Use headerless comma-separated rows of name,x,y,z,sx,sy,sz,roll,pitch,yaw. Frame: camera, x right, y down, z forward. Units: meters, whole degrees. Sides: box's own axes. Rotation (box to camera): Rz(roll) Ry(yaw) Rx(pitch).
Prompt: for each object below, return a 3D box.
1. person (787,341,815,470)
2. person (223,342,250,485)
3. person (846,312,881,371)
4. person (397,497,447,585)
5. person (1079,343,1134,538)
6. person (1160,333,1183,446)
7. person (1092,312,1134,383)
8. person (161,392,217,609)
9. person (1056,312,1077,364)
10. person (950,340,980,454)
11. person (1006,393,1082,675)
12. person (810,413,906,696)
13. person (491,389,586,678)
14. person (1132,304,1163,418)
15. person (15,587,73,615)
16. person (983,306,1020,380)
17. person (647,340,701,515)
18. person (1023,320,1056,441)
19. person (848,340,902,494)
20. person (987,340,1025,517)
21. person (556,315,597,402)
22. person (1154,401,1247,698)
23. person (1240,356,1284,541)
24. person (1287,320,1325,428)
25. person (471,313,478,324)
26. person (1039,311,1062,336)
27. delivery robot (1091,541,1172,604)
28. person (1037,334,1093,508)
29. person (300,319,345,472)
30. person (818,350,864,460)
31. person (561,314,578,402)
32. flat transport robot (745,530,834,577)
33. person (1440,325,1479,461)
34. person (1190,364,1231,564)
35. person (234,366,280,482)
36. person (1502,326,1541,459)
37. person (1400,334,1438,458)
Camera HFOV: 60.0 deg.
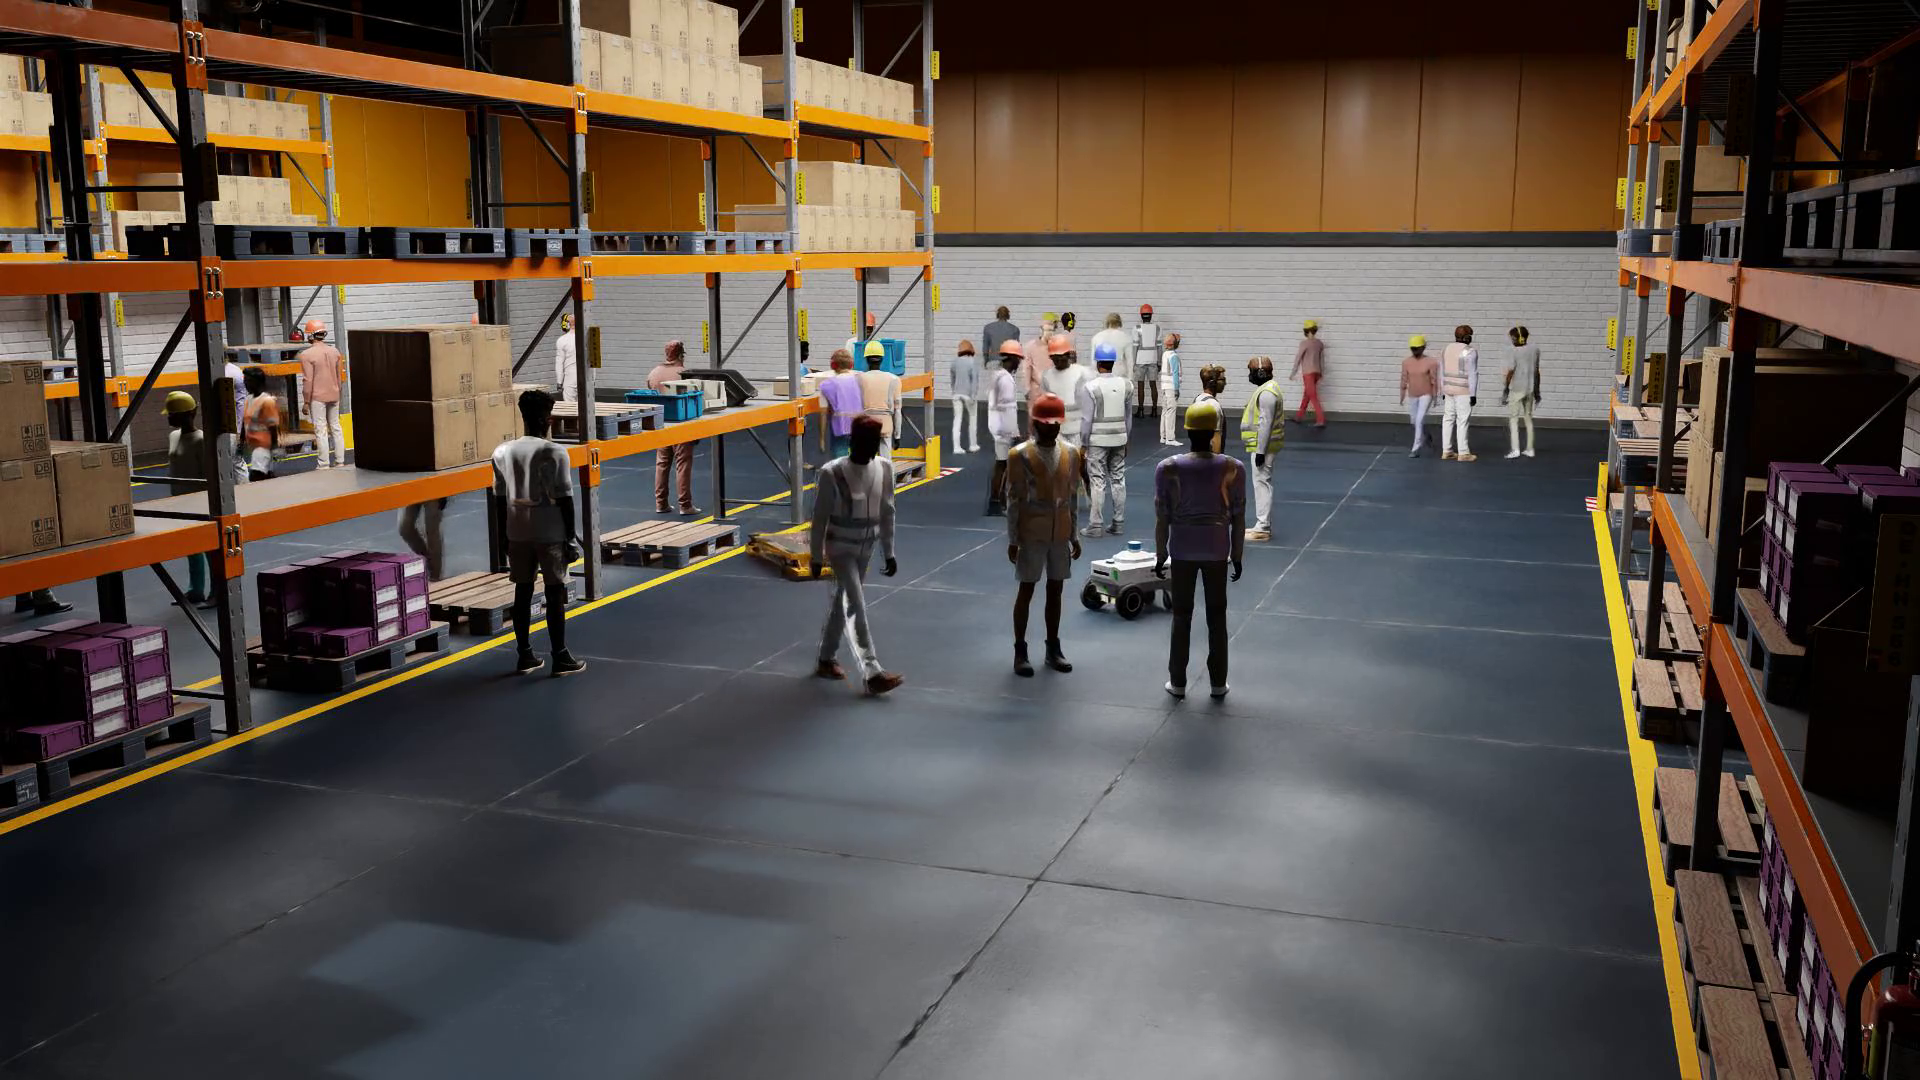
person,-2.100,-1.764,21.721,0.321,1.696,0.537,-4,11,-22
person,-7.878,-1.189,17.816,0.627,1.936,0.371,5,11,26
person,-1.303,-2.187,23.270,0.621,1.989,0.398,-5,11,-27
person,-4.605,-0.403,14.256,0.534,1.622,0.373,3,11,17
person,1.452,-0.989,16.650,0.605,1.948,0.391,-6,12,-30
person,3.094,-2.200,24.339,0.306,1.638,0.523,-2,10,-10
person,2.305,-2.461,25.044,0.647,1.908,0.768,2,10,11
person,-6.190,-0.318,13.401,0.526,1.762,0.336,6,12,32
person,1.704,-2.660,26.284,0.314,1.872,0.516,-7,12,-36
person,0.067,-2.021,23.454,0.511,1.578,0.745,6,12,29
person,0.586,-0.038,11.332,0.552,1.932,0.377,-4,11,-22
person,-0.682,0.081,10.931,0.582,1.822,0.988,-10,14,-44
person,-2.854,-0.041,11.285,0.601,1.958,0.380,3,11,19
person,3.145,-3.025,28.155,0.550,1.933,0.370,-2,10,-13
person,-7.392,-0.316,13.207,0.586,1.826,0.403,6,12,32
person,0.702,-3.052,28.424,0.632,1.903,0.970,1,10,3
person,-3.084,-1.219,18.107,0.639,1.899,0.395,6,12,29
person,1.190,-2.160,23.406,0.643,1.884,0.781,-1,10,-6
person,-0.908,-1.148,17.639,0.585,1.921,0.391,-2,10,-13
person,0.520,-1.195,17.913,0.543,1.908,0.577,-1,10,-4
person,-5.704,-2.390,24.700,0.647,1.897,0.399,-8,13,-39
person,1.544,0.068,10.747,0.588,1.930,0.364,1,10,4
person,2.997,-0.907,16.539,0.429,1.830,0.634,1,10,8
person,5.607,-2.684,26.861,0.540,1.712,0.931,-8,13,-38
person,-6.257,-1.975,21.945,0.395,2.038,0.614,-3,10,-16
person,1.565,-2.938,28.001,0.614,1.812,0.502,-8,13,-39
delivery robot,1.391,0.253,13.314,0.707,0.478,0.477,-8,13,-37
person,1.170,-1.194,17.653,0.670,2.001,0.791,4,11,21
person,-8.080,-1.792,21.039,0.389,1.996,0.612,5,11,26
person,-1.217,-1.087,17.549,0.580,1.825,0.447,-3,11,-19
person,-6.021,-2.553,25.679,0.314,1.869,0.537,3,11,17
flat transport robot,-1.432,0.105,15.213,0.652,0.197,1.431,-5,11,-25
person,6.810,-2.001,22.650,0.430,1.845,0.624,-5,11,-27
person,2.294,-0.697,15.298,0.344,1.846,0.506,-3,10,-15
person,-7.308,-0.950,17.168,0.623,1.674,0.546,-9,14,-43
person,7.772,-2.029,22.855,0.583,1.829,0.515,-3,10,-16
person,6.414,-2.013,23.084,0.531,1.723,0.742,9,13,40
